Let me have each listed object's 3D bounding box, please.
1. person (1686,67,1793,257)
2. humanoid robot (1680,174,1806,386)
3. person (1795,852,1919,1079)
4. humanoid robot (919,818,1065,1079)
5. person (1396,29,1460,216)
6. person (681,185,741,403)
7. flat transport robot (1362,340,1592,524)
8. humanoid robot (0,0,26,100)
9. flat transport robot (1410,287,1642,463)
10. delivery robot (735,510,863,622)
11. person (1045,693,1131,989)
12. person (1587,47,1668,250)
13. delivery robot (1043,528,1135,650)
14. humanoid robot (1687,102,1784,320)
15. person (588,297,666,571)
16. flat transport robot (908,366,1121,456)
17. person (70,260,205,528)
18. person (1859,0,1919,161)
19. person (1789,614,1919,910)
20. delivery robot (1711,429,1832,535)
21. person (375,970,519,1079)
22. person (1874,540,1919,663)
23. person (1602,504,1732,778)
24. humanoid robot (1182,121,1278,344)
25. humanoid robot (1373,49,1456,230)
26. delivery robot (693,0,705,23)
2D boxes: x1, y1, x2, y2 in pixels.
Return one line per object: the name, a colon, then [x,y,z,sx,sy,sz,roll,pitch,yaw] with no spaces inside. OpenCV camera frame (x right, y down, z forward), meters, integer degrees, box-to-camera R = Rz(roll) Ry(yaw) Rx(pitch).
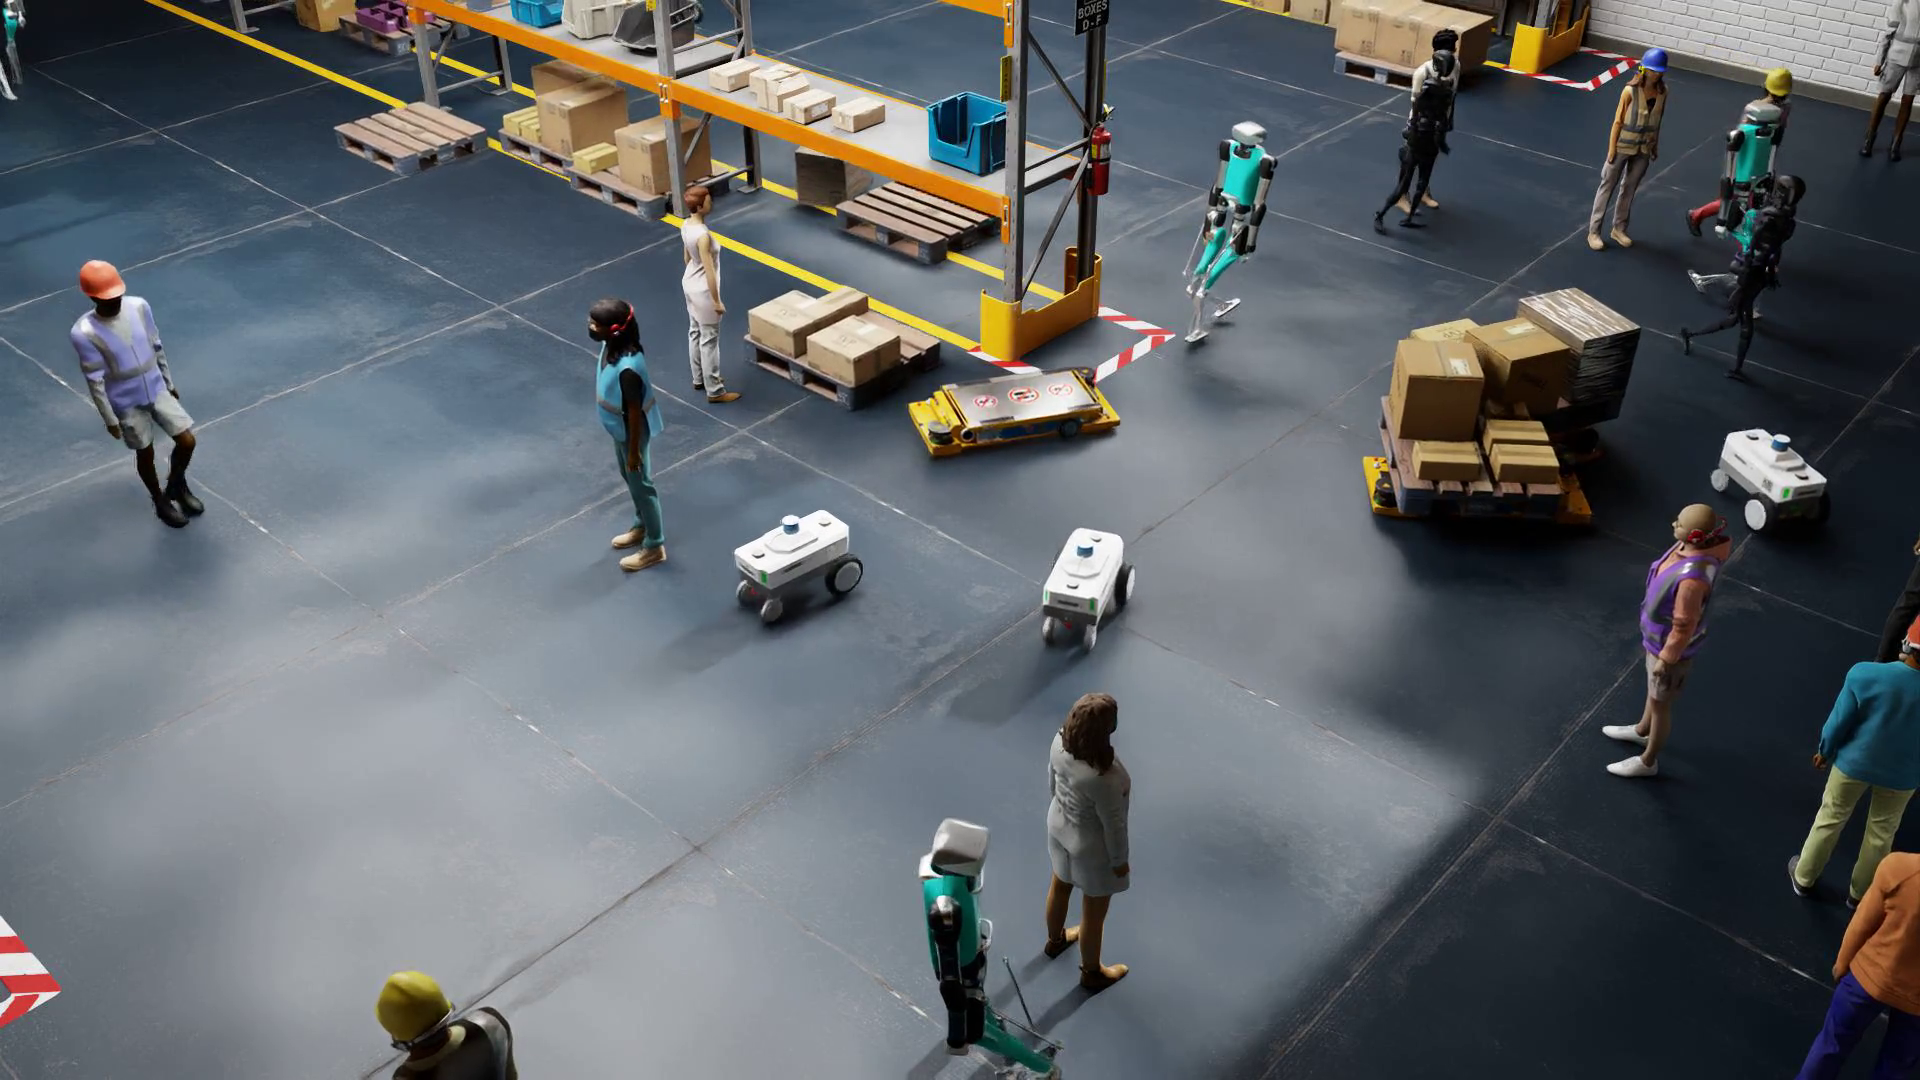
person: [6.712,-3.241,14.210,0.530,1.733,0.730,-17,38,-23]
humanoid robot: [5.891,-2.011,12.535,0.613,1.639,0.743,-28,43,-34]
person: [3.828,1.779,6.738,0.516,1.974,0.398,21,40,27]
humanoid robot: [0.184,1.907,6.838,0.727,1.907,0.540,2,35,2]
person: [4.253,-3.783,15.036,0.533,1.693,0.320,-20,39,-26]
person: [-1.868,-1.807,12.199,0.287,1.661,0.450,-17,38,-23]
flat transport robot: [3.522,-0.388,11.373,1.431,0.231,0.659,3,35,4]
humanoid robot: [-10.311,-5.606,17.721,0.813,1.846,0.538,28,43,34]
flat transport robot: [3.960,-0.943,12.177,0.659,0.231,1.431,-14,37,-19]
delivery robot: [-1.029,0.118,10.393,0.805,0.601,0.499,-27,43,-33]
person: [0.597,1.362,7.611,0.338,1.660,0.481,-23,41,-29]
person: [5.814,-3.377,14.373,0.469,1.778,0.315,-7,35,-10]
delivery robot: [0.765,0.252,10.209,0.499,0.613,0.796,11,36,16]
humanoid robot: [6.335,-2.537,13.200,0.554,1.715,1.043,-15,37,-21]
person: [-2.060,-0.667,10.381,0.393,1.861,0.522,-14,37,-19]
flat transport robot: [0.394,-0.952,12.190,1.431,0.231,0.659,-10,36,-14]
person: [-5.264,-0.913,10.680,0.453,1.916,0.562,21,40,28]
person: [9.155,-4.634,16.072,0.547,1.924,0.387,13,37,18]
person: [4.417,1.050,7.981,0.572,1.749,0.331,15,37,20]
delivery robot: [5.448,-0.419,11.167,0.499,0.597,0.798,-8,35,-12]
person: [-1.858,2.263,6.167,0.405,1.823,0.595,21,40,27]
person: [5.565,0.083,9.304,0.346,1.846,0.506,-12,37,-17]
person: [3.733,0.535,8.779,0.349,1.693,0.480,10,36,14]
humanoid robot: [1.982,-2.326,12.883,0.955,1.731,0.538,-24,42,-31]
humanoid robot: [4.033,-3.533,14.694,0.611,1.648,0.472,-28,43,-34]
delivery robot: [-3.468,-6.375,19.811,0.818,0.614,0.499,14,37,20]
